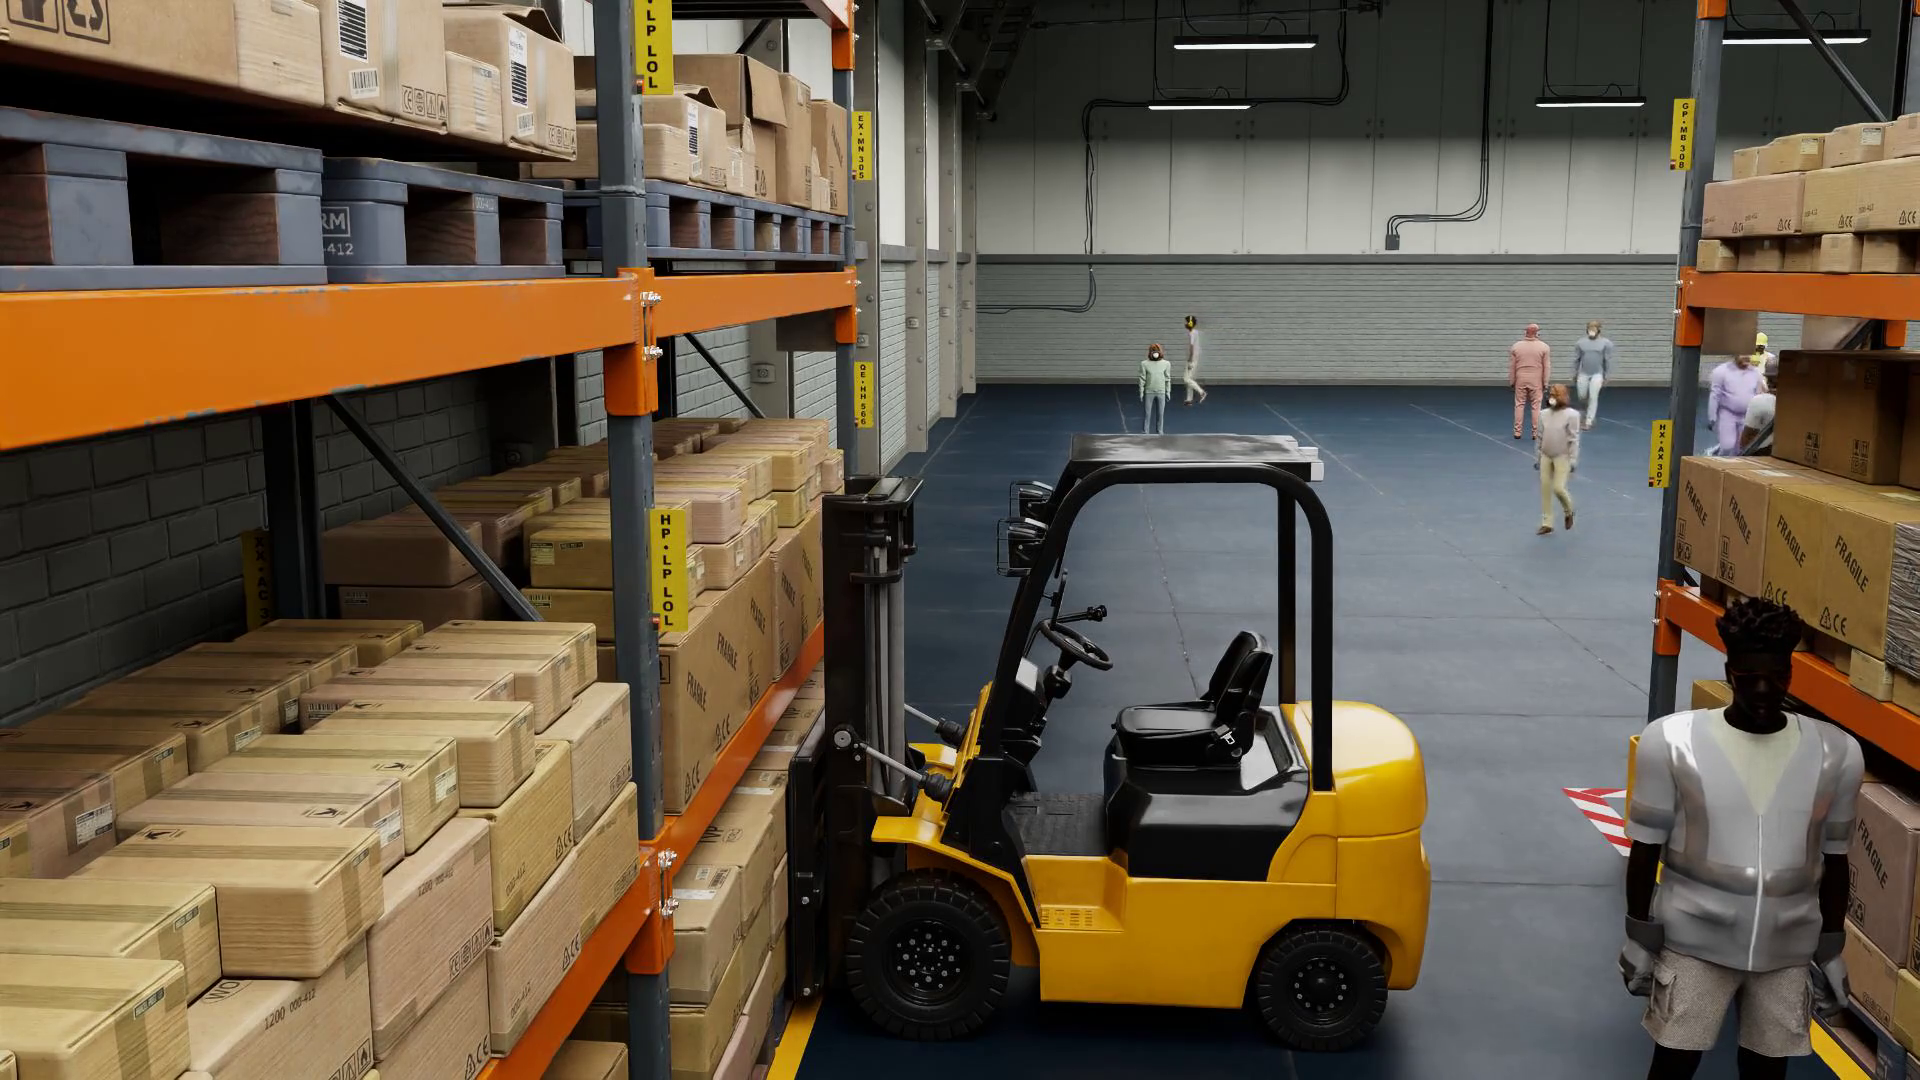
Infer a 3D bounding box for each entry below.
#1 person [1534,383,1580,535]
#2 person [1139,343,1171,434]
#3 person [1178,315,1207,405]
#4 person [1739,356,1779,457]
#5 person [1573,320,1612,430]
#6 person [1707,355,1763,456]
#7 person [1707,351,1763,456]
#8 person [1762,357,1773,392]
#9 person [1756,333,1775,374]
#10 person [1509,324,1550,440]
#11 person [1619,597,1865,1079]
[{"bbox_3d":[6.339,-0.859,17.689,0.392,1.622,0.518,-7,12,-36],"label":"person"},{"bbox_3d":[3.113,-2.326,26.568,0.507,1.632,0.264,0,9,-2],"label":"person"},{"bbox_3d":[4.769,-3.675,34.091,0.485,1.851,0.543,2,9,9],"label":"person"},{"bbox_3d":[7.870,-0.793,16.050,0.684,2.000,0.913,-3,10,-19],"label":"person"},{"bbox_3d":[11.050,-2.882,29.087,0.630,1.922,0.598,6,11,33],"label":"person"},{"bbox_3d":[9.857,-1.554,21.095,0.676,1.891,0.429,-1,9,-3],"label":"person"},{"bbox_3d":[10.688,-1.747,22.839,0.490,1.710,0.626,-7,12,-37],"label":"person"},{"bbox_3d":[11.333,-1.769,23.289,0.528,1.609,0.821,-1,9,-4],"label":"person"},{"bbox_3d":[12.412,-2.320,25.962,0.589,1.822,0.403,1,9,8],"label":"person"},{"bbox_3d":[9.402,-2.608,27.451,0.643,1.908,0.399,6,11,31],"label":"person"},{"bbox_3d":[2.187,1.118,4.690,0.613,1.963,0.361,2,10,11],"label":"person"}]
